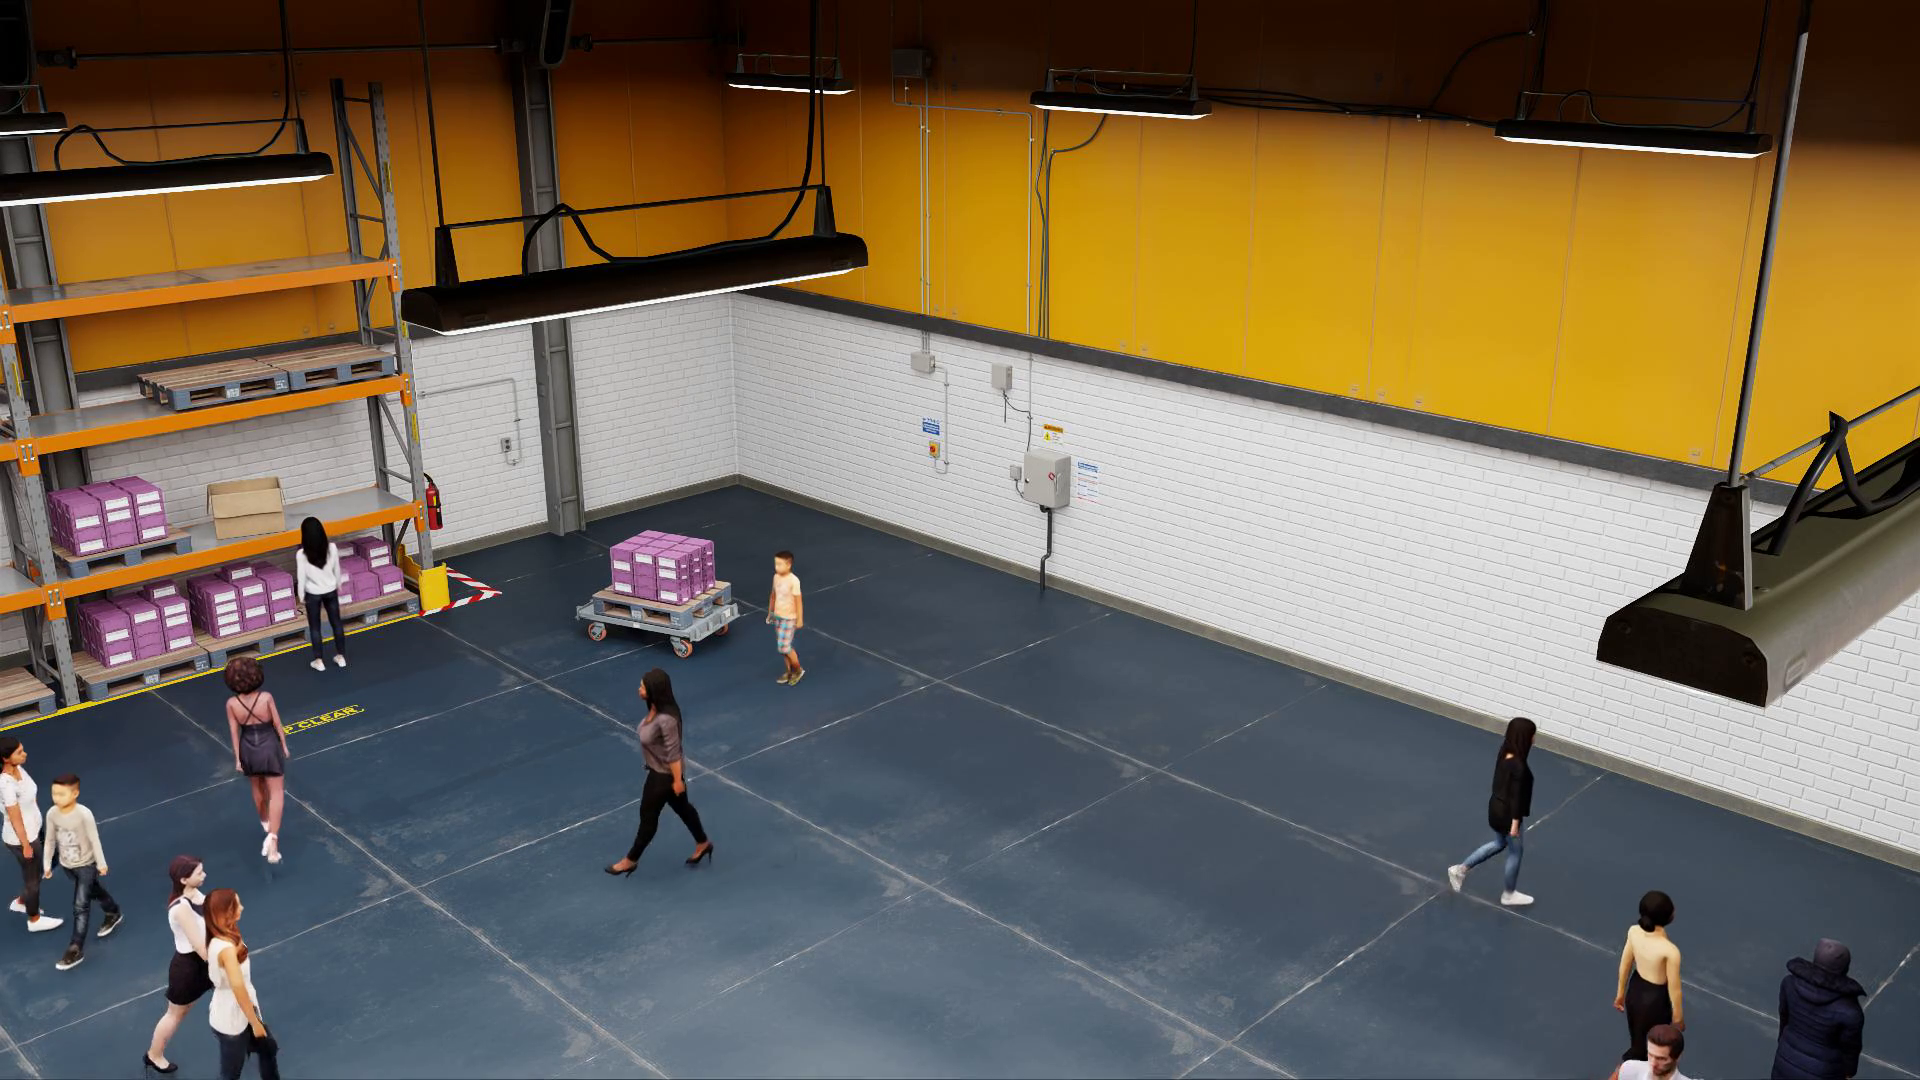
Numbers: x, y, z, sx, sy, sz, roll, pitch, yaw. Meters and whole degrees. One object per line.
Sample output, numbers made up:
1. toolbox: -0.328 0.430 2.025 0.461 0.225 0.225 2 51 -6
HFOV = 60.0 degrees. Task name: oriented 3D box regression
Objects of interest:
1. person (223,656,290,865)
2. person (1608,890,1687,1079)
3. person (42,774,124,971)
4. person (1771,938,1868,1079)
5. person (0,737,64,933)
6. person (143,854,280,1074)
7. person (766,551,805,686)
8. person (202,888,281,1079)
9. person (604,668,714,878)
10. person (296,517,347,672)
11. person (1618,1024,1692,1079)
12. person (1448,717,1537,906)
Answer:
1. person: -5.798 1.846 13.794 1.069 1.758 1.006 -4 19 -11
2. person: 4.301 3.012 10.549 1.088 1.620 0.854 -6 20 -18
3. person: -6.611 2.425 12.591 0.901 1.428 1.073 4 19 12
4. person: 5.153 3.150 10.054 0.719 1.674 0.723 -12 22 -31
5. person: -7.251 2.266 12.738 0.751 1.636 0.702 -6 19 -17
6. person: -5.152 2.868 11.003 1.111 1.602 0.918 -5 19 -13
7. person: -1.767 0.792 17.407 0.525 1.451 0.517 -18 25 -42
8. person: -4.628 2.992 10.379 0.942 1.767 0.803 -8 20 -23
9. person: -2.287 1.906 13.554 1.243 1.798 1.034 -5 19 -15
10. person: -6.780 0.559 17.703 0.502 1.702 0.694 -15 24 -38
11. person: 3.818 3.410 9.045 1.040 1.826 0.690 -17 25 -41
12. person: 4.250 2.143 13.116 0.995 1.629 0.895 -2 19 -5
